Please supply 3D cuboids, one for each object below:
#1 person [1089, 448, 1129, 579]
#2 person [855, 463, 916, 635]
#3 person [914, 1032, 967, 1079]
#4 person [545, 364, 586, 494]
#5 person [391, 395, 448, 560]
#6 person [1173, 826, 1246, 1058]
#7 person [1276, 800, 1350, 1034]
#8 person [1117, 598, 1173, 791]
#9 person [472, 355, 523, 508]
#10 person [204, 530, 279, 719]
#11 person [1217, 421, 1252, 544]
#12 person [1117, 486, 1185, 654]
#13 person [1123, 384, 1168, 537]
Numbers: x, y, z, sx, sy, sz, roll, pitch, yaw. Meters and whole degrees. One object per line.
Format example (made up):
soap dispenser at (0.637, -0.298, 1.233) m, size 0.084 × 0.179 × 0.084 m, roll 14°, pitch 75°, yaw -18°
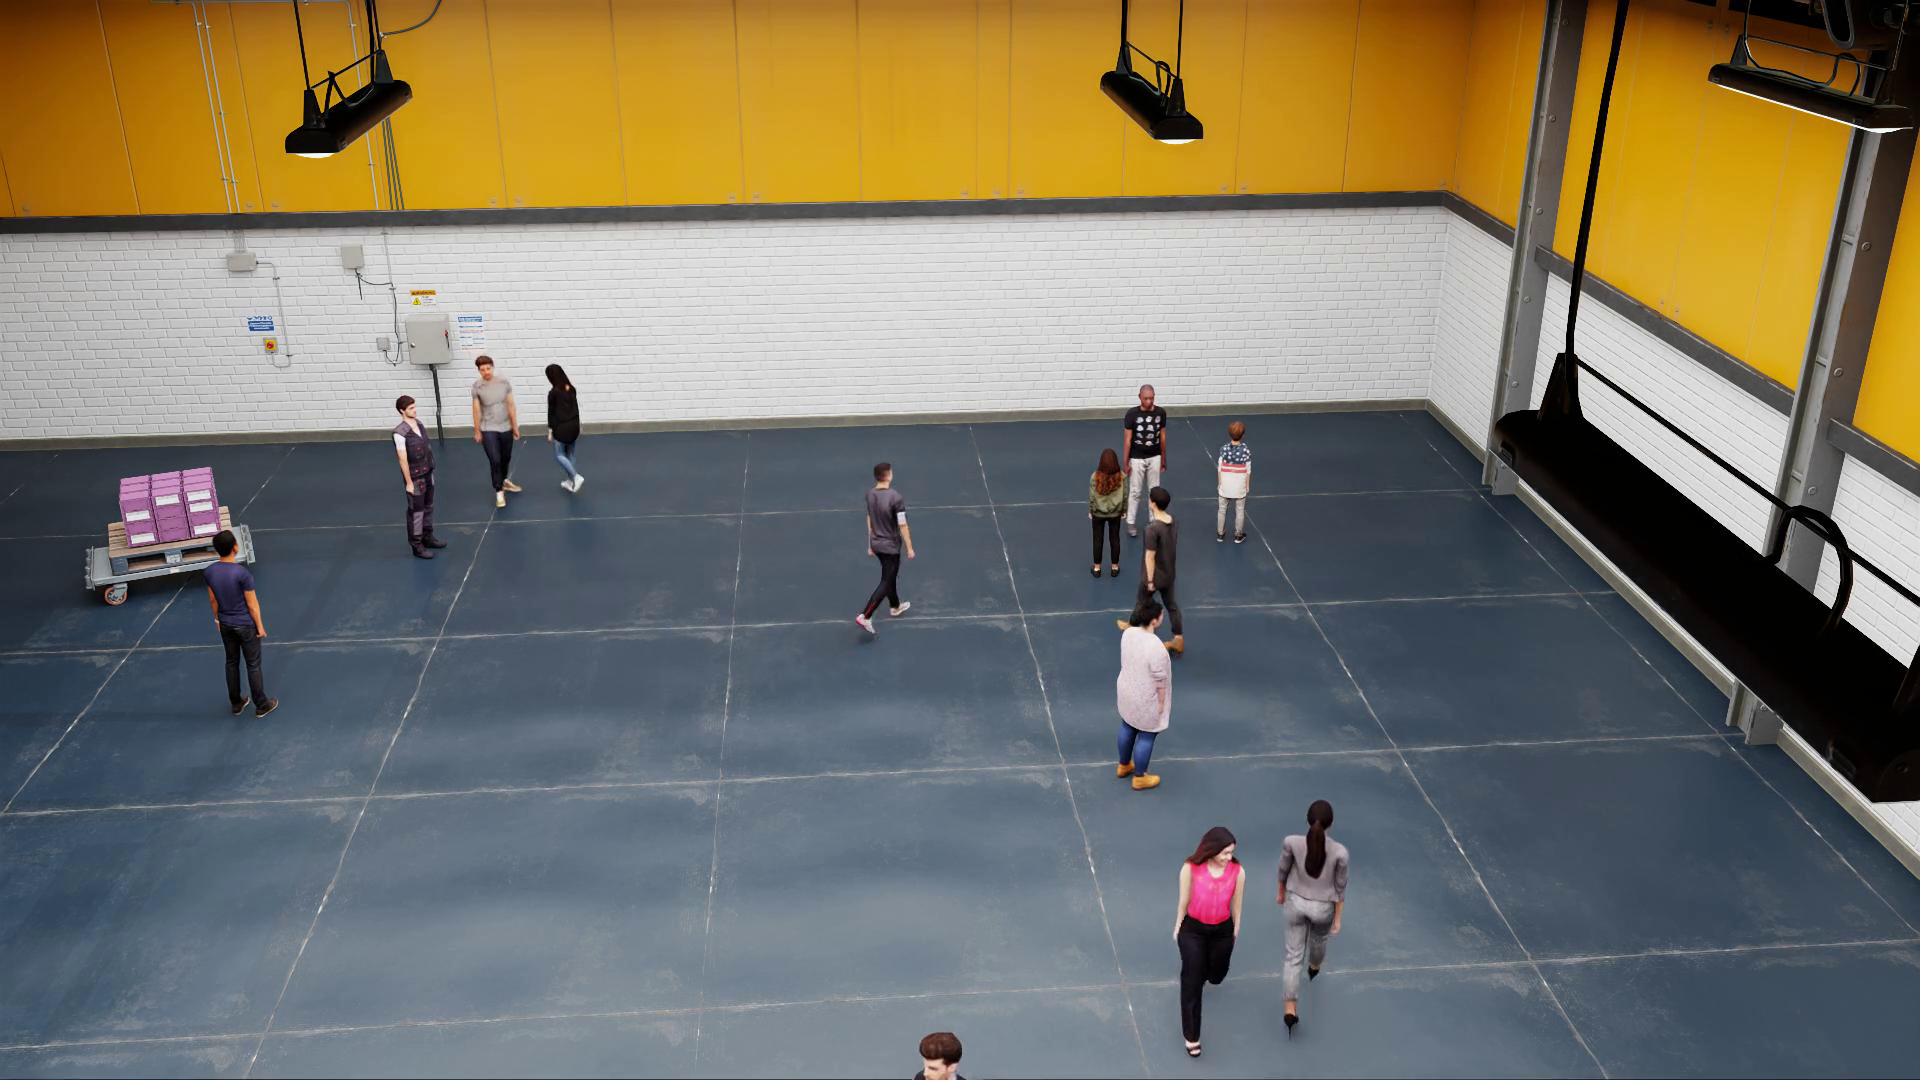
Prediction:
person at (1.591, -0.302, 17.962) m, size 0.579 × 1.476 × 0.511 m, roll -1°, pitch 24°, yaw -2°
person at (-0.788, 0.105, 16.709) m, size 1.133 × 1.734 × 1.155 m, roll 21°, pitch 31°, yaw 39°
person at (0.013, 3.406, 8.995) m, size 1.138 × 1.865 × 1.229 m, roll 17°, pitch 29°, yaw 33°
person at (-4.727, -1.324, 20.116) m, size 0.913 × 1.624 × 0.846 m, roll 19°, pitch 30°, yaw 37°
person at (-6.038, -0.723, 18.460) m, size 0.773 × 1.849 × 0.612 m, roll 5°, pitch 24°, yaw 11°
person at (1.643, 2.597, 11.134) m, size 0.623 × 1.634 × 0.957 m, roll 0°, pitch 24°, yaw 0°
person at (2.334, 2.560, 11.226) m, size 0.926 × 1.628 × 1.184 m, roll 8°, pitch 25°, yaw 18°
person at (1.521, 1.280, 14.010) m, size 0.851 × 1.744 × 0.743 m, roll -15°, pitch 28°, yaw -31°
person at (-5.540, -1.344, 19.868) m, size 0.893 × 1.860 × 1.027 m, roll -15°, pitch 28°, yaw -31°
person at (-6.581, 0.766, 15.131) m, size 0.684 × 1.788 × 0.632 m, roll 4°, pitch 24°, yaw 9°
person at (3.100, -0.665, 18.839) m, size 0.577 × 1.439 × 0.579 m, roll 6°, pitch 24°, yaw 14°
person at (2.011, 0.327, 16.278) m, size 0.994 × 1.673 × 1.165 m, roll -18°, pitch 29°, yaw -35°
person at (2.111, -0.928, 18.992) m, size 0.680 × 1.798 × 0.616 m, roll -4°, pitch 24°, yaw -10°
